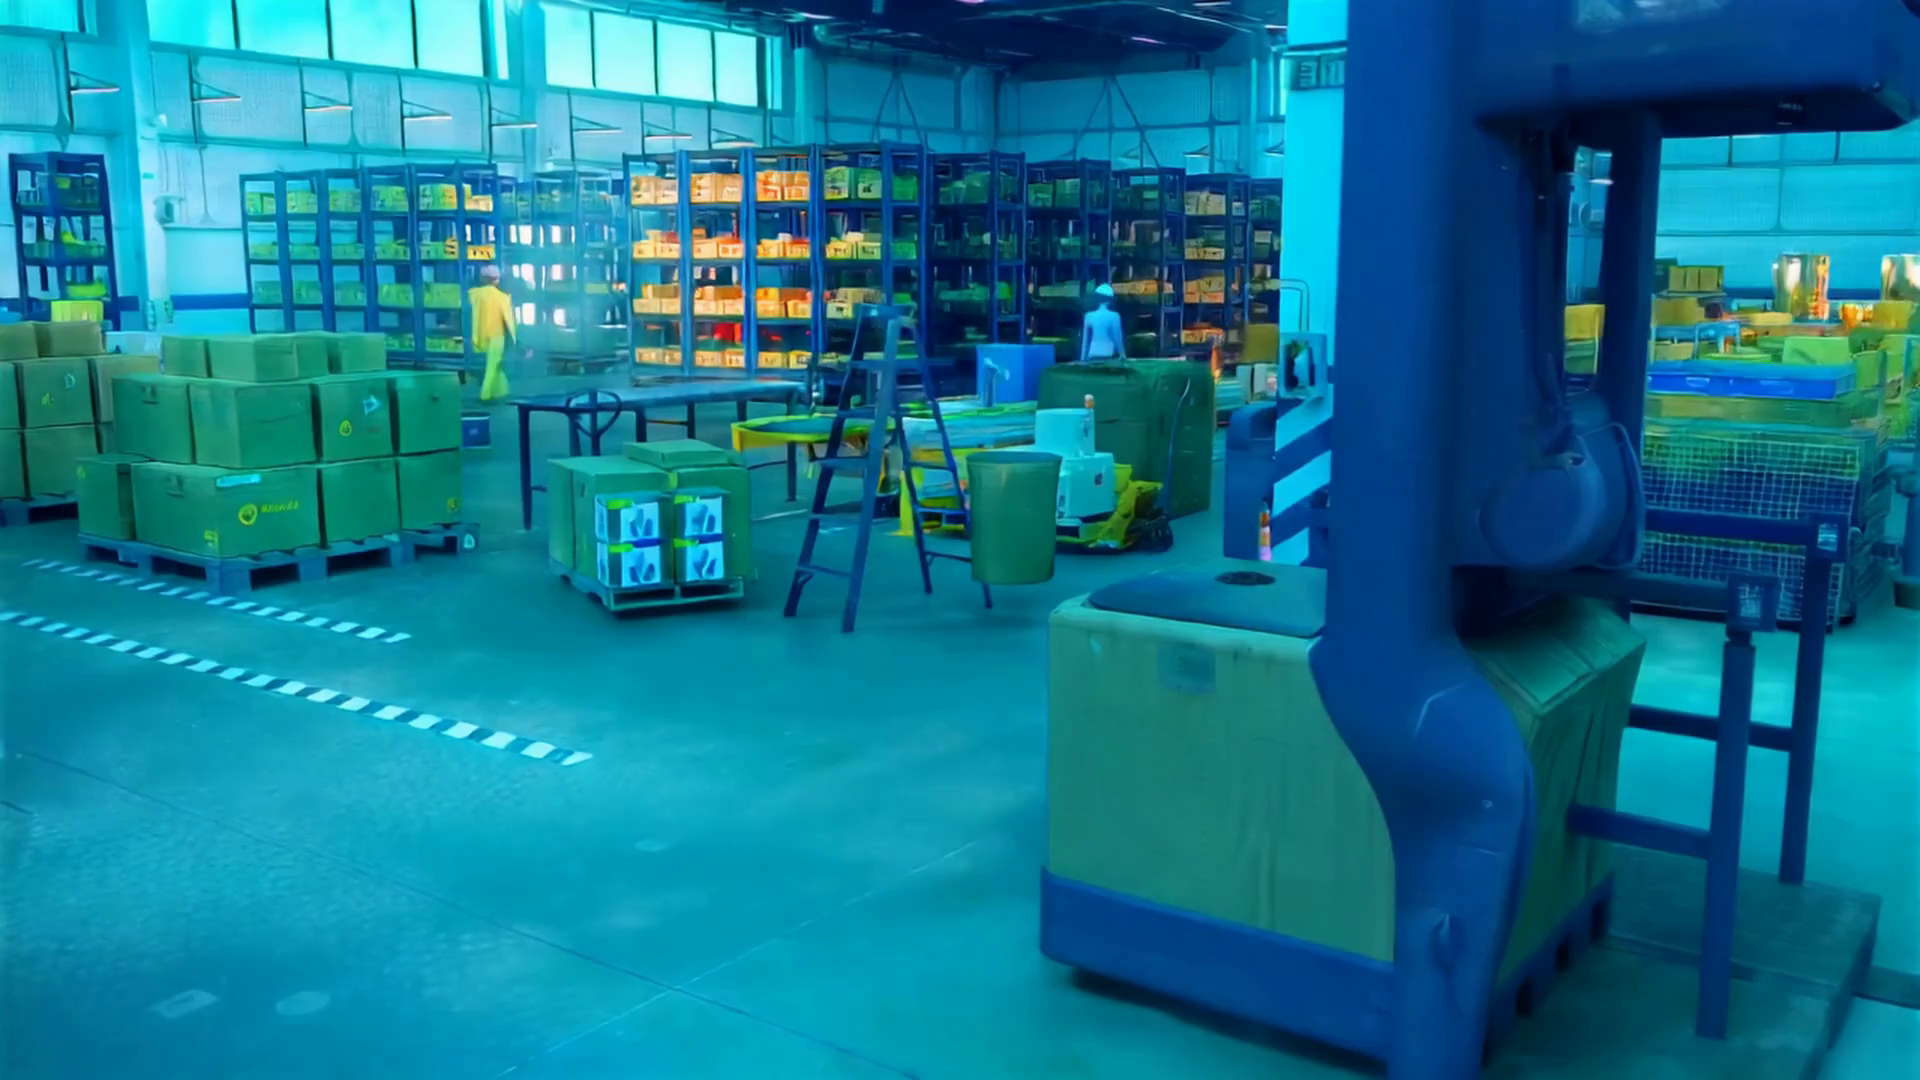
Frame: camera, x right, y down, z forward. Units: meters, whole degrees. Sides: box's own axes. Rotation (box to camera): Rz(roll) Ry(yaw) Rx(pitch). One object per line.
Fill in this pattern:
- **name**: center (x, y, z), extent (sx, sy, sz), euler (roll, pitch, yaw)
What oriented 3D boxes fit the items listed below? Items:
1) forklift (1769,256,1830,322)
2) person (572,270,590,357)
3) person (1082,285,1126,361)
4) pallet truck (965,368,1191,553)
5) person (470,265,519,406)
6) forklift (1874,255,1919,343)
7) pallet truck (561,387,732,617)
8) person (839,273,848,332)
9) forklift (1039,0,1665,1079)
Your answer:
- **forklift**: center (20.253, -5.854, 40.139), extent (1.157, 1.987, 2.680), euler (7, 12, 35)
- **person**: center (-7.955, -4.729, 34.790), extent (0.375, 1.841, 0.567), euler (6, 11, 30)
- **person**: center (1.745, -2.200, 20.077), extent (0.521, 1.721, 0.918), euler (8, 12, 38)
- **pallet truck**: center (0.845, -0.609, 11.869), extent (1.630, 1.274, 0.653), euler (7, 12, 35)
- **person**: center (-6.485, -2.887, 23.468), extent (0.661, 1.950, 0.965), euler (5, 11, 26)
- **forklift**: center (22.089, -5.634, 38.796), extent (1.157, 1.987, 2.680), euler (6, 11, 33)
- **pallet truck**: center (-1.981, -0.274, 10.088), extent (0.680, 1.201, 1.601), euler (-5, 11, -28)
- **person**: center (-2.314, -4.481, 33.453), extent (0.832, 1.790, 0.618), euler (-9, 13, -42)
- **forklift**: center (1.249, -0.137, 4.360), extent (1.873, 2.768, 1.129), euler (7, 12, 35)
